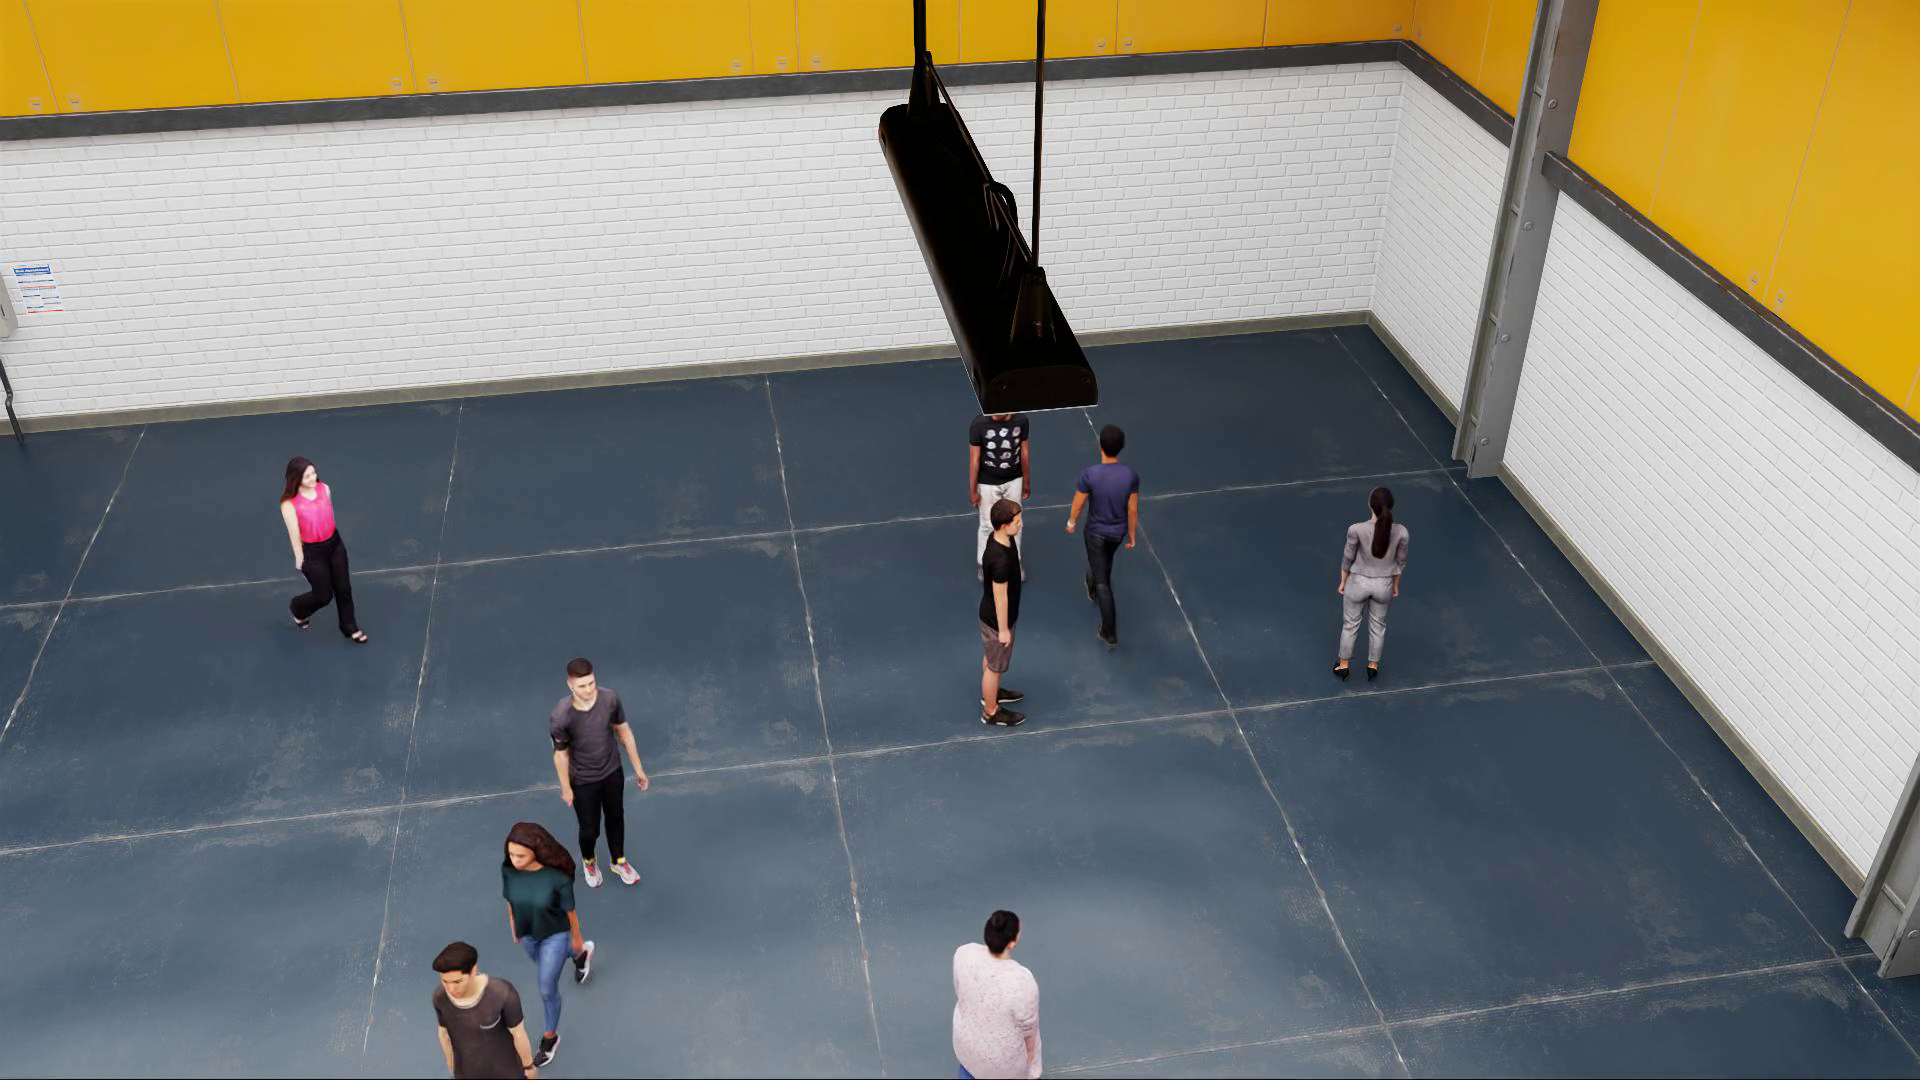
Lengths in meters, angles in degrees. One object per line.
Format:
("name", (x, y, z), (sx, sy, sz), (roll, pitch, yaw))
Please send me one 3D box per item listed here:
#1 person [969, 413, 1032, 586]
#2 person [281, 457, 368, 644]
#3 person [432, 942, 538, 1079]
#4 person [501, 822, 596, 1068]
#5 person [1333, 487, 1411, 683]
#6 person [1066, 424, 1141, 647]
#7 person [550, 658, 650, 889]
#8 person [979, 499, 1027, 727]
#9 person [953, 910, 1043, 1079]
("person", (0.321, -0.477, 13.420), (0.665, 1.801, 0.604), (-7, 34, -11))
("person", (-4.942, 0.086, 12.713), (0.897, 1.647, 0.878), (15, 36, 21))
("person", (-2.452, 2.689, 8.748), (0.740, 1.701, 0.900), (2, 34, 3))
("person", (-2.355, 2.200, 9.583), (0.894, 1.591, 1.132), (9, 35, 14))
("person", (3.027, 0.346, 12.293), (0.674, 1.679, 0.665), (2, 34, 3))
("person", (1.130, 0.001, 12.753), (0.716, 1.744, 1.135), (-8, 34, -12))
("person", (-2.337, 1.438, 10.580), (0.782, 1.756, 0.804), (-24, 41, -32))
("person", (0.275, 0.506, 11.888), (0.769, 1.860, 0.615), (3, 34, 5))
("person", (0.169, 2.608, 8.832), (0.787, 1.743, 0.853), (23, 40, 30))
